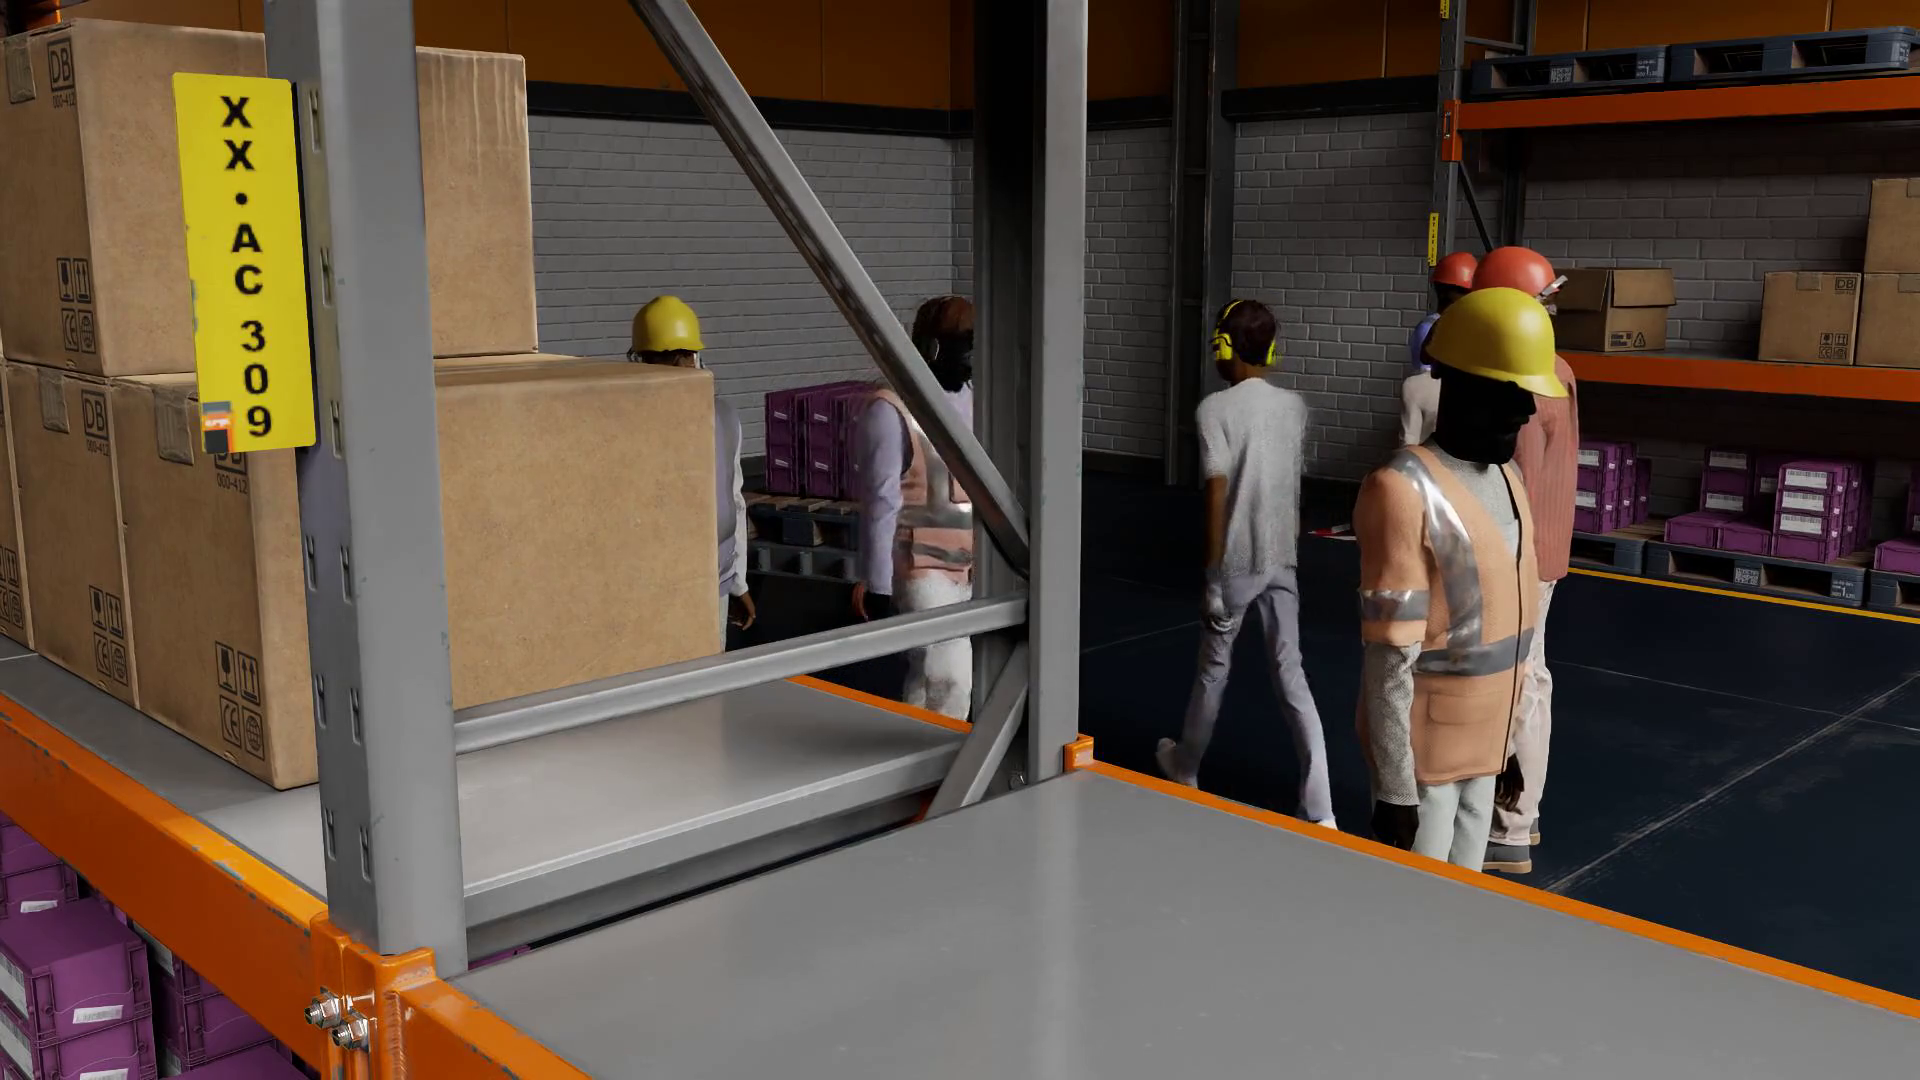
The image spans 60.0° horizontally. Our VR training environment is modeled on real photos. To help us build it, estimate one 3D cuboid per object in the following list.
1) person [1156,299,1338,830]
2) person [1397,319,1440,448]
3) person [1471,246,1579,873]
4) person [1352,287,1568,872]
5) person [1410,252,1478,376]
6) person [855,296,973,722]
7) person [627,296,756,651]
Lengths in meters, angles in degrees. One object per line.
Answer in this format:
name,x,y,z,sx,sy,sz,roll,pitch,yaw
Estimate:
person,0.976,0.099,5.645,0.518,1.808,0.965,-5,12,-27
person,2.366,-0.276,8.159,0.502,1.632,0.279,-2,11,-8
person,1.754,0.068,5.321,0.388,1.987,0.608,5,12,27
person,1.039,0.434,3.514,0.377,1.918,0.585,9,13,39
person,2.587,-0.561,8.894,0.371,1.933,0.550,7,12,32
person,0.004,0.104,5.563,0.696,1.816,0.646,7,13,34
person,-0.921,0.140,5.343,0.589,1.834,0.403,-8,13,-37
